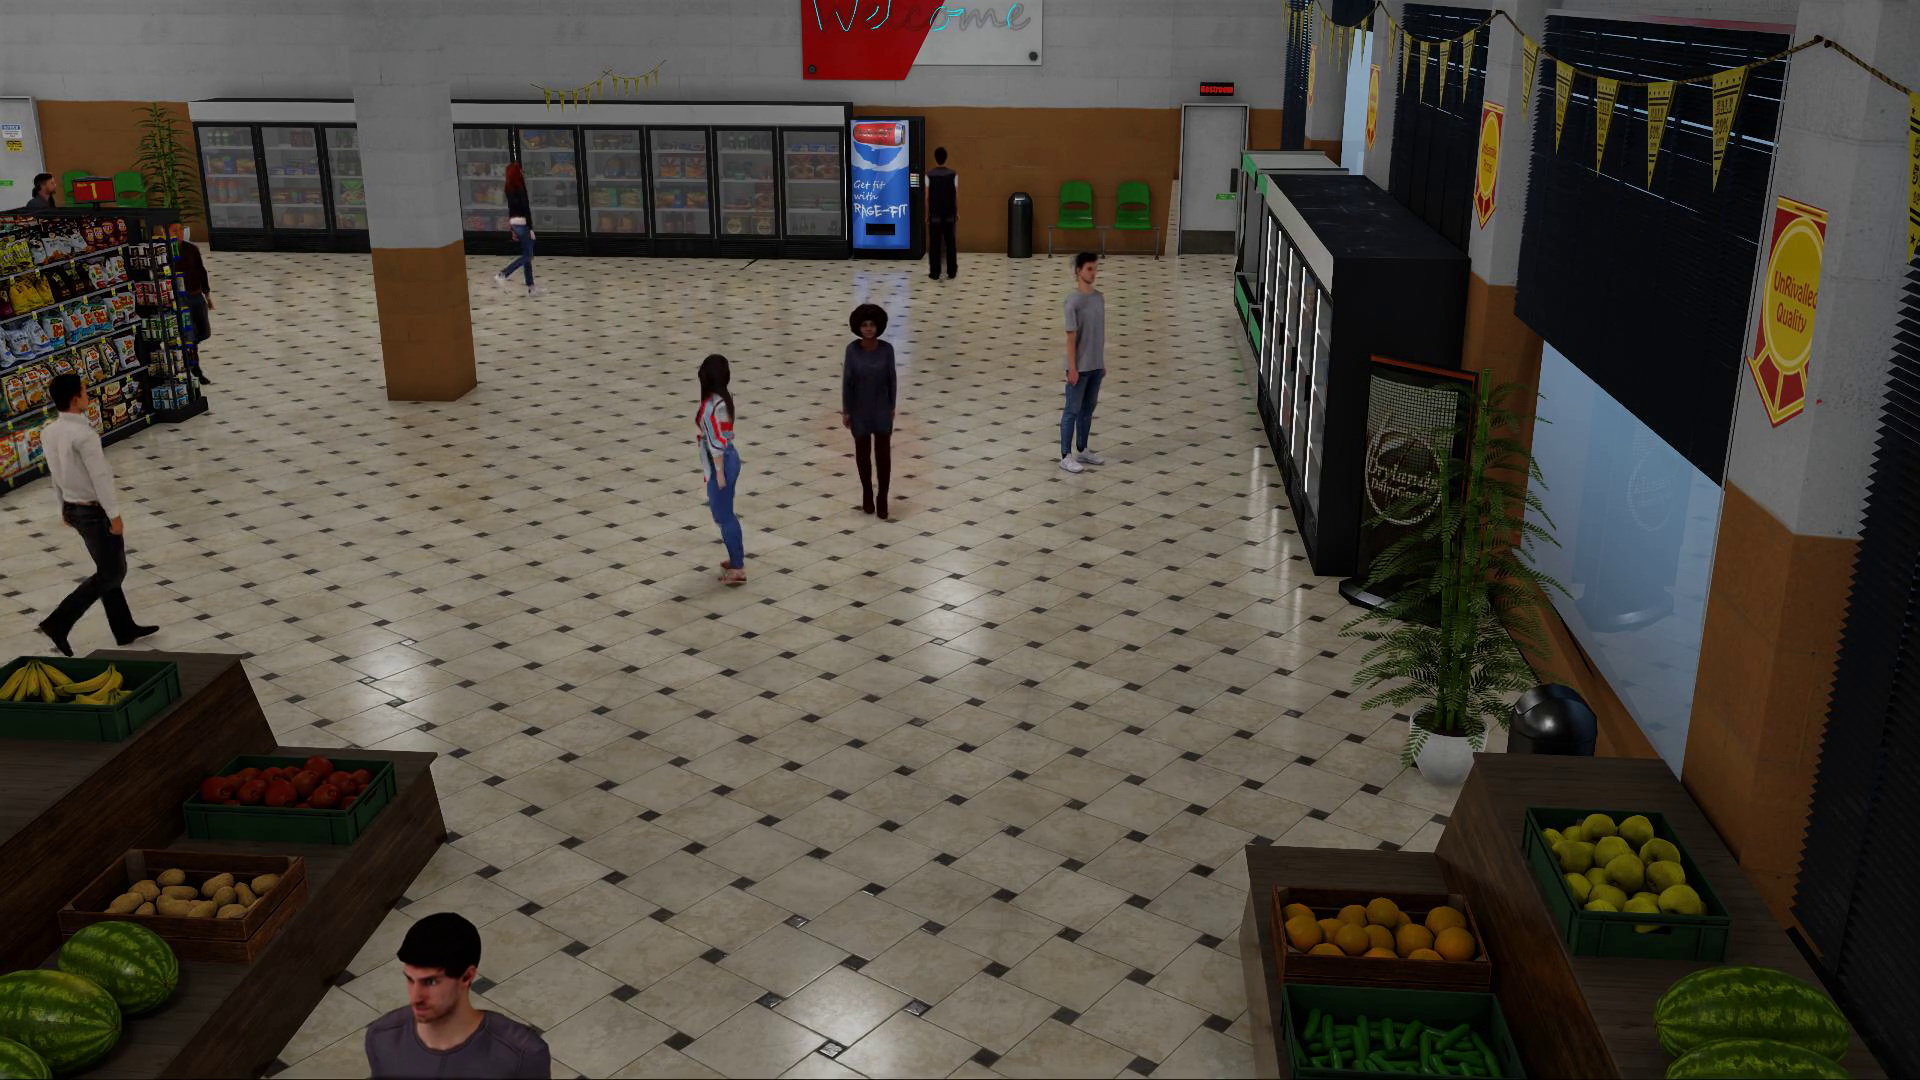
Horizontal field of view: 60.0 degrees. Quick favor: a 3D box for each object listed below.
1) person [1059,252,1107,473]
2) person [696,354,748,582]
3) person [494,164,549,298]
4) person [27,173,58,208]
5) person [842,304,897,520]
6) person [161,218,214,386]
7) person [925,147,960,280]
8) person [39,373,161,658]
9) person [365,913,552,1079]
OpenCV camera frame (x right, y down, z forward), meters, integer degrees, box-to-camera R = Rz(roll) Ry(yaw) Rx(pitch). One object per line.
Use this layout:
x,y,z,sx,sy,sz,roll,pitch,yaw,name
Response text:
1.074,-1.552,14.445,0.816,1.885,0.697,14,23,35,person
-1.651,-0.492,11.770,0.800,1.585,0.500,-2,19,-6,person
-5.921,-4.100,22.171,1.059,1.776,0.988,-16,25,-40,person
-11.258,-3.543,20.392,0.843,1.857,0.686,-3,19,-8,person
-0.728,-1.037,13.213,0.639,1.696,0.729,-1,19,-3,person
-8.175,-2.519,17.501,0.954,1.764,0.970,12,22,31,person
-0.256,-4.660,23.720,0.695,1.847,0.651,-2,19,-7,person
-5.485,-0.124,10.349,0.972,1.795,1.106,13,23,34,person
-1.322,1.822,4.488,0.685,1.853,0.558,3,19,9,person
